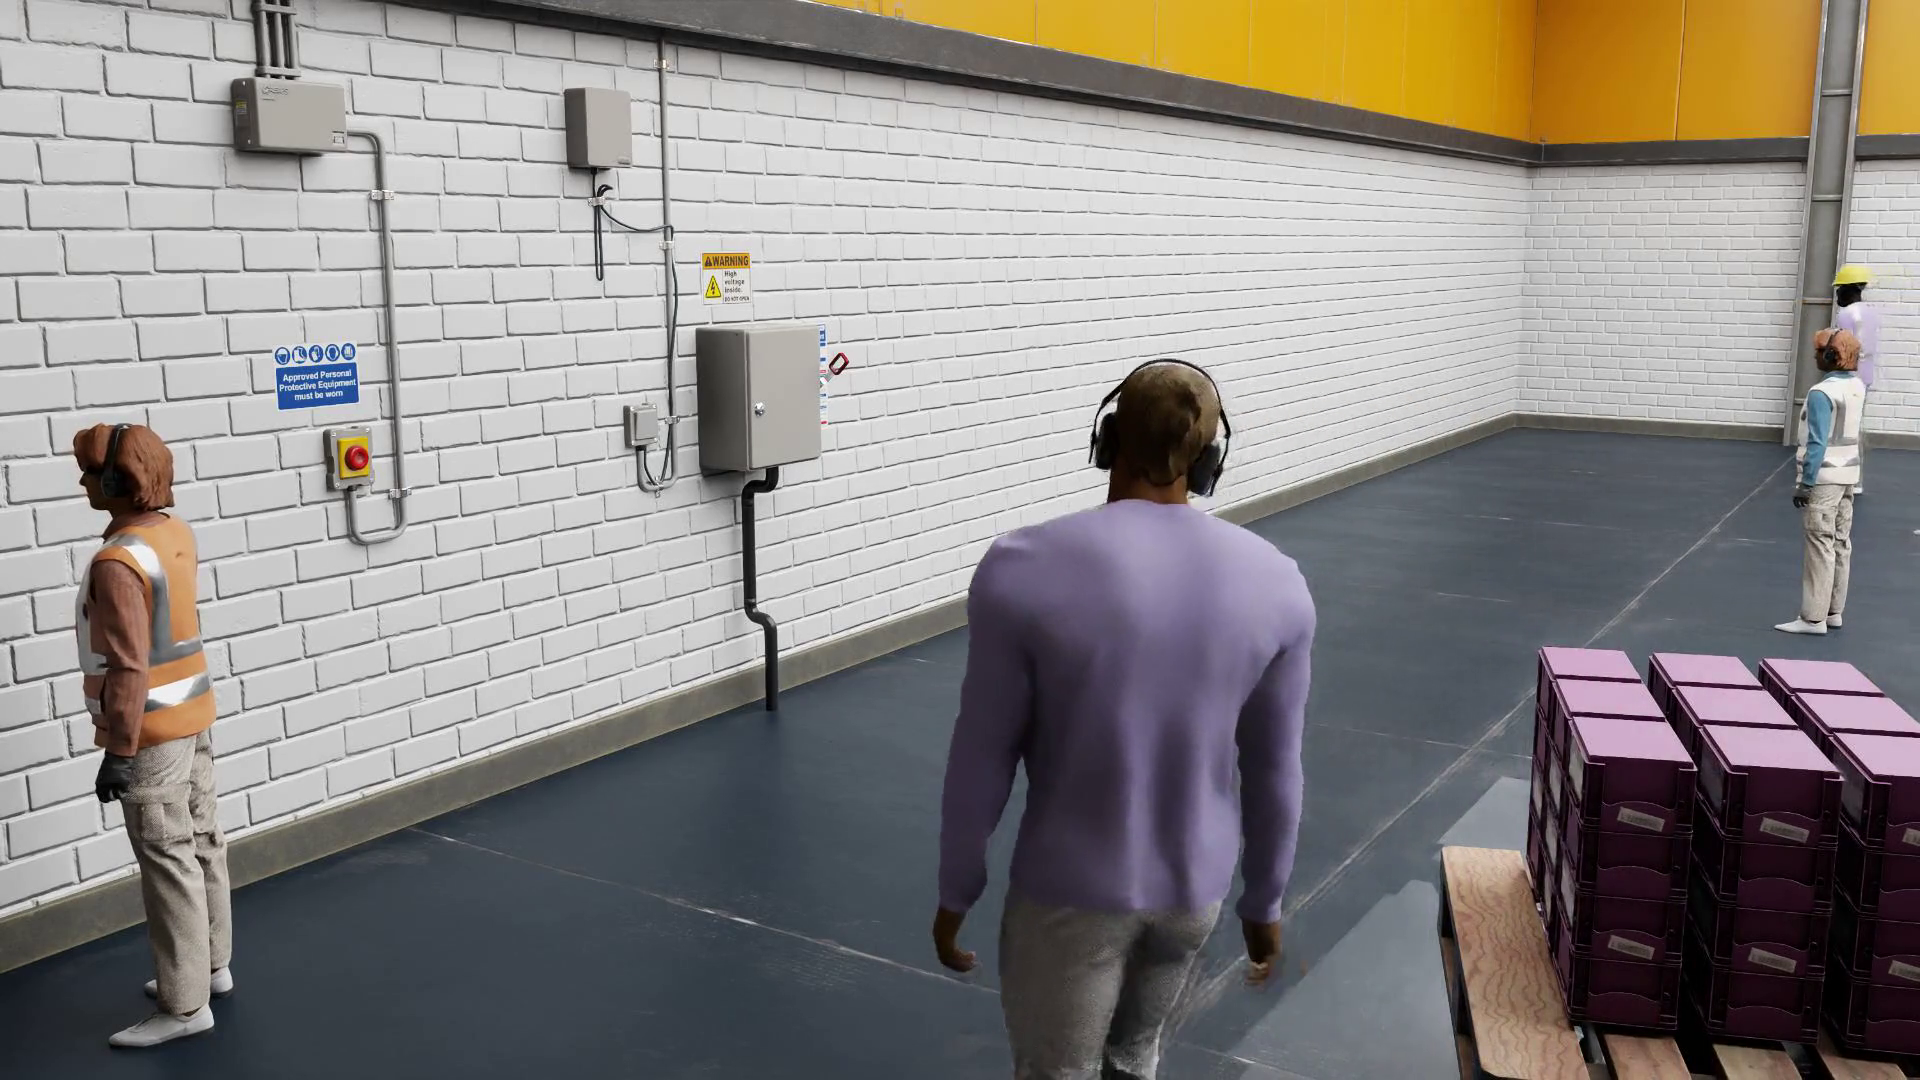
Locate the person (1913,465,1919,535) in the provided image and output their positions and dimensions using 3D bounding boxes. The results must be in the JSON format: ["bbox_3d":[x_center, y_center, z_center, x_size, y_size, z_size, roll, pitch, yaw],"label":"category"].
[{"bbox_3d":[6.966,-0.843,11.549,0.530,1.751,0.501,-6,12,-29],"label":"person"}]

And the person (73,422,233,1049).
[{"bbox_3d":[-2.120,0.506,4.372,0.311,1.642,0.514,-1,10,-8],"label":"person"}]

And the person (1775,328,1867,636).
[{"bbox_3d":[4.623,-0.306,8.873,0.516,1.641,0.308,-9,14,-41],"label":"person"}]

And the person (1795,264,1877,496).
[{"bbox_3d":[7.246,-1.317,13.746,0.611,1.899,0.633,-9,13,-40],"label":"person"}]

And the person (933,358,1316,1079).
[{"bbox_3d":[0.310,0.638,2.936,0.683,1.894,0.756,-3,11,-16],"label":"person"}]
